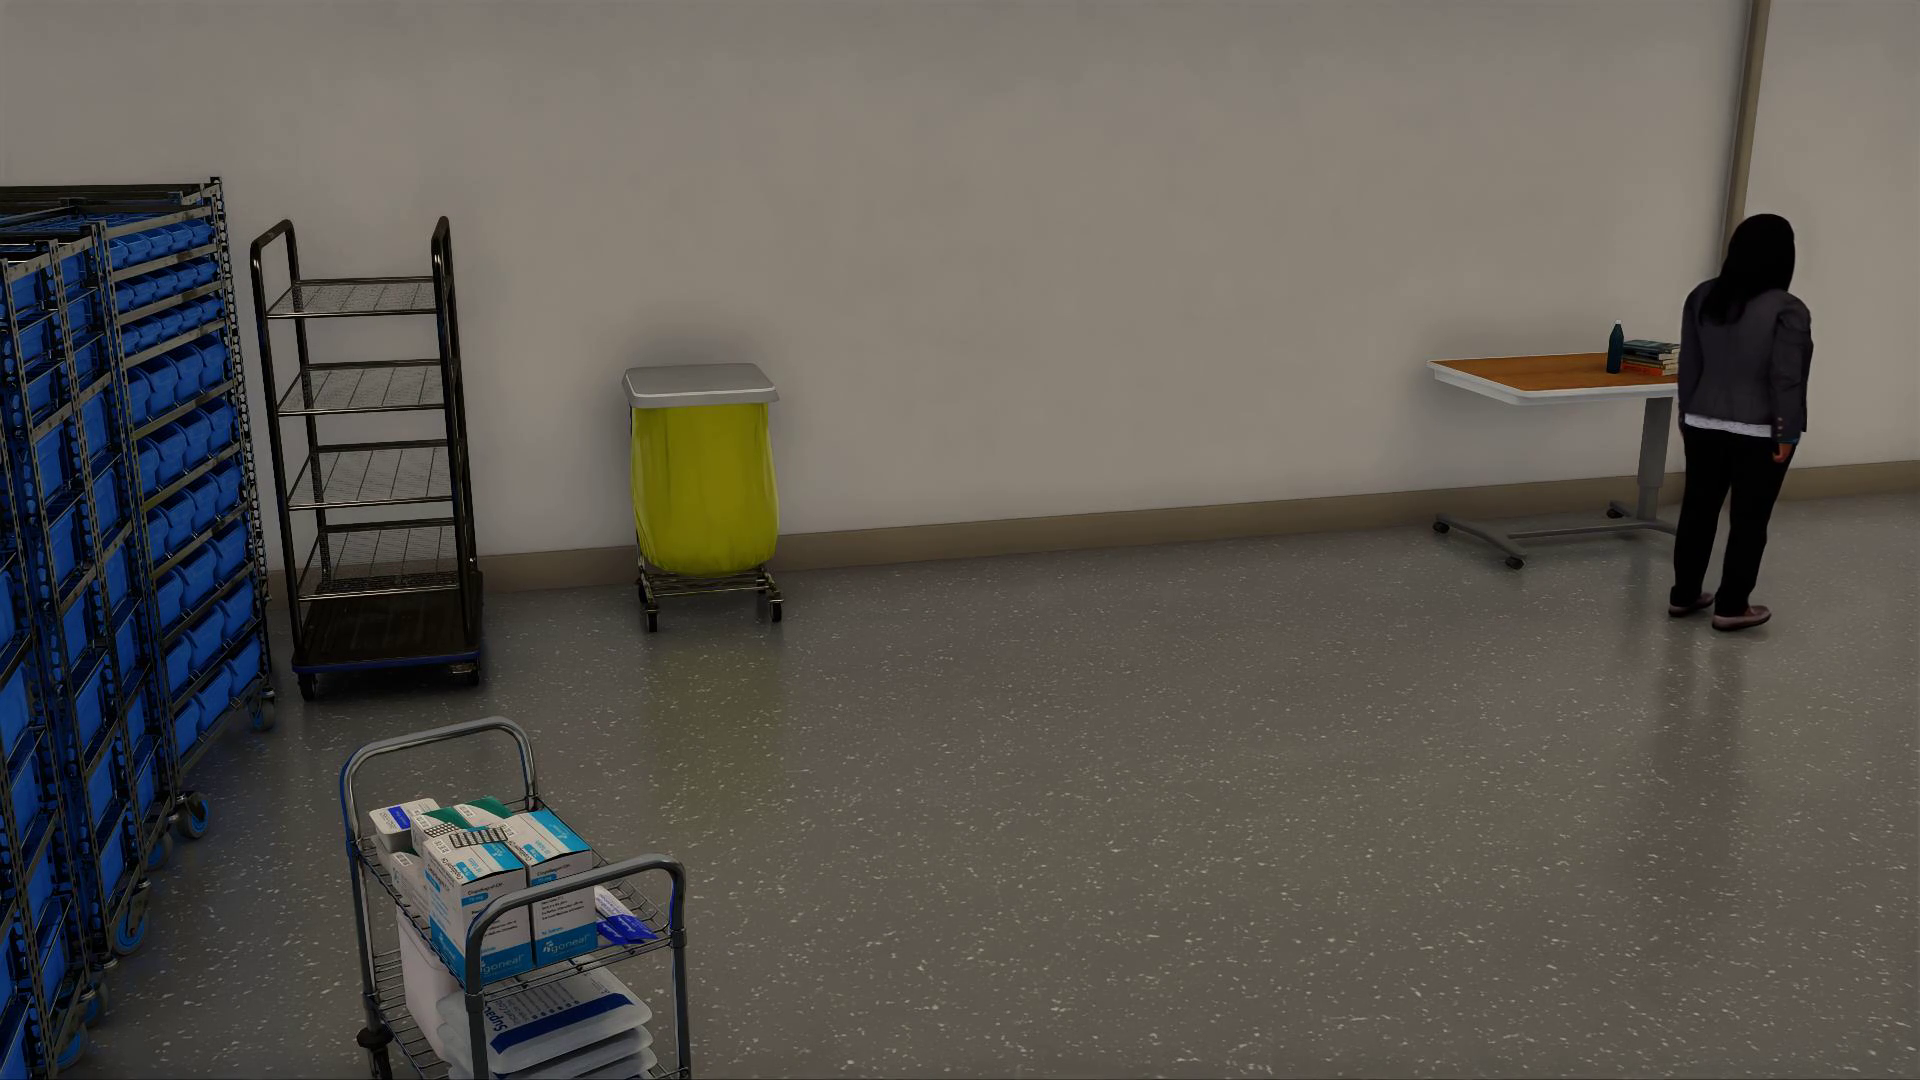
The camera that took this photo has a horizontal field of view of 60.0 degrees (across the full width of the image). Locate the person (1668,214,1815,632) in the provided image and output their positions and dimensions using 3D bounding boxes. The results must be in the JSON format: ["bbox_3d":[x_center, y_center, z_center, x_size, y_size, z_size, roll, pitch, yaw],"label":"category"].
[{"bbox_3d":[2.997,-0.447,6.411,0.749,1.599,0.745,-9,18,-30],"label":"person"}]
